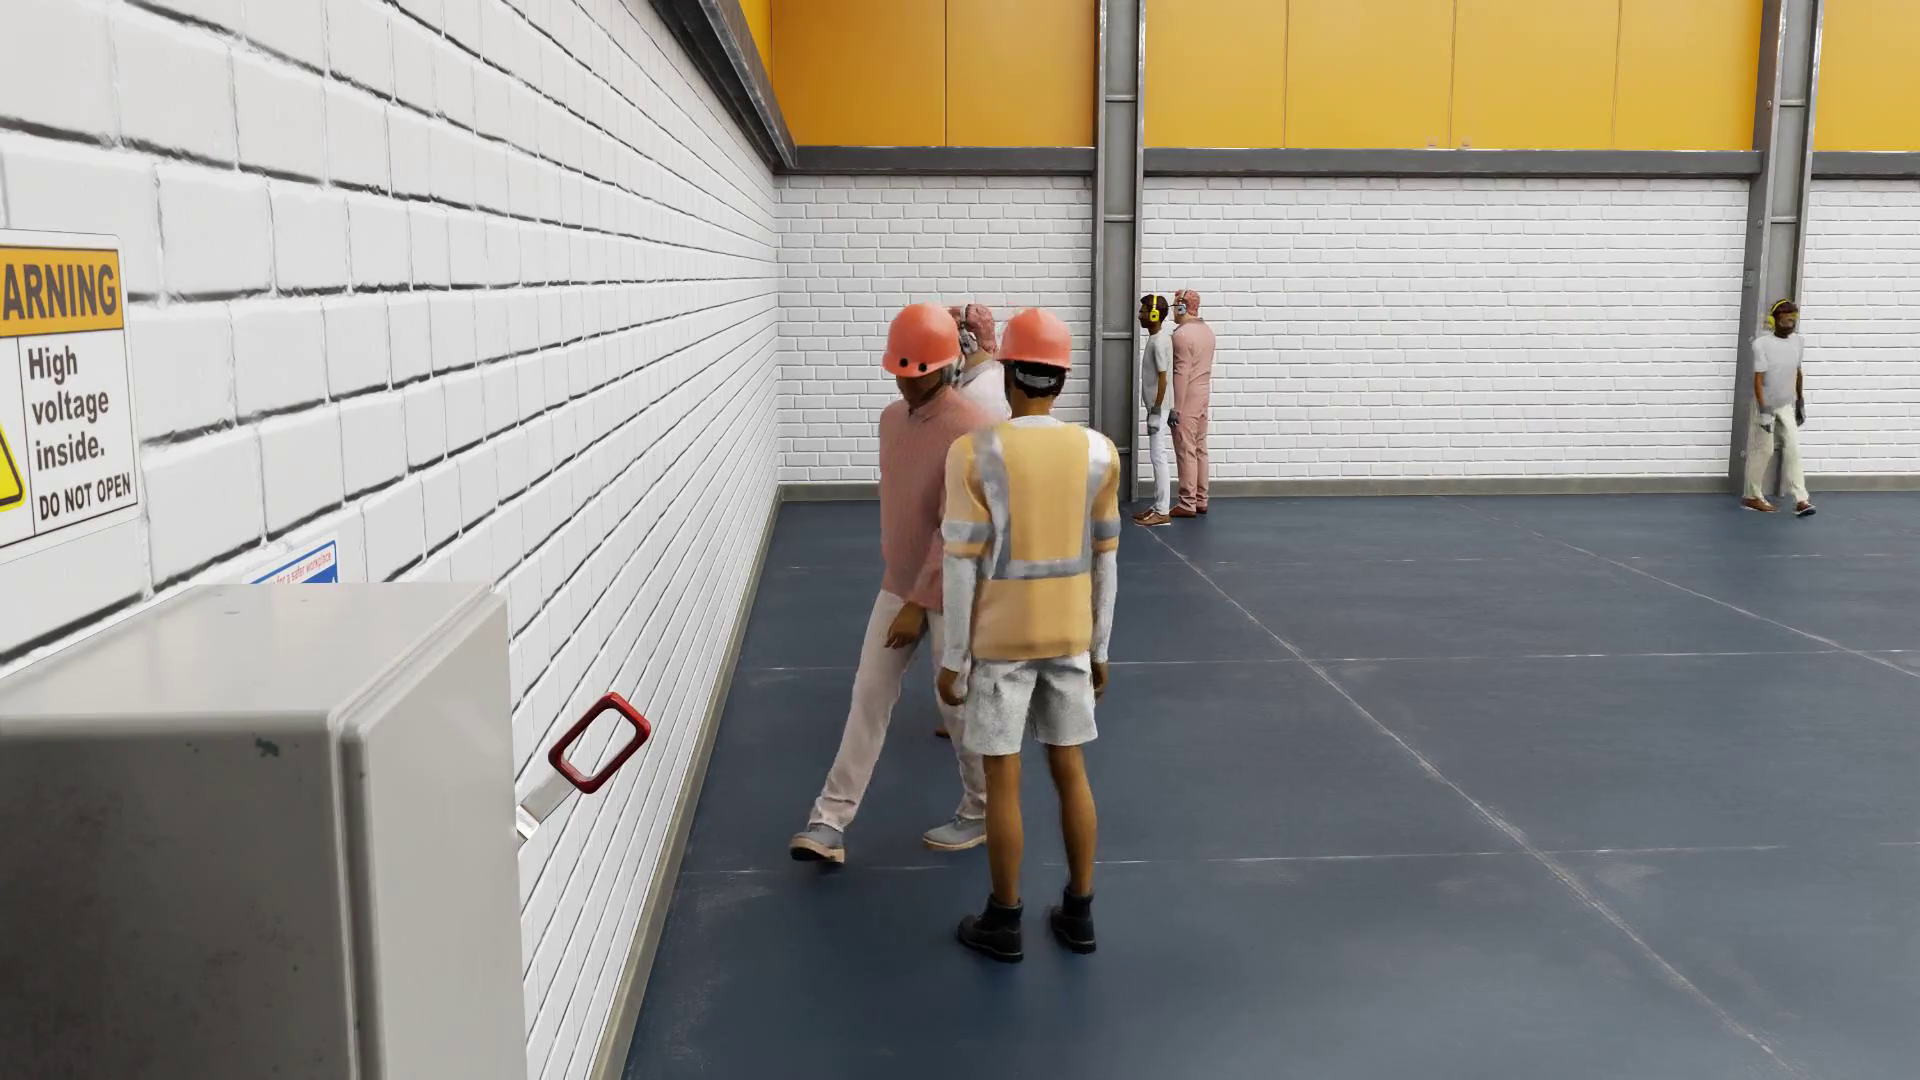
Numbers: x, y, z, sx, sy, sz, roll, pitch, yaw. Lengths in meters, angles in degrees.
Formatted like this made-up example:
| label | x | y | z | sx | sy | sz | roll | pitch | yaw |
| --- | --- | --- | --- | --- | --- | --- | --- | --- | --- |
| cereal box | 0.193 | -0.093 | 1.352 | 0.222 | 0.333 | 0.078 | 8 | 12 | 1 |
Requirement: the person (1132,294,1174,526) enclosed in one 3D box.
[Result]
| label | x | y | z | sx | sy | sz | roll | pitch | yaw |
| --- | --- | --- | --- | --- | --- | --- | --- | --- | --- |
| person | 1.568 | -1.044 | 13.460 | 0.331 | 1.869 | 0.519 | 1 | 9 | 7 |

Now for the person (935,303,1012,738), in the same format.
| label | x | y | z | sx | sy | sz | roll | pitch | yaw |
| --- | --- | --- | --- | --- | --- | --- | --- | --- | --- |
| person | 0.060 | -0.082 | 7.317 | 0.406 | 1.902 | 0.638 | 1 | 9 | 7 |

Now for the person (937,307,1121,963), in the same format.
| label | x | y | z | sx | sy | sz | roll | pitch | yaw |
| --- | --- | --- | --- | --- | --- | --- | --- | --- | --- |
| person | 0.203 | 0.291 | 4.920 | 0.563 | 1.925 | 0.396 | -4 | 10 | -22 |

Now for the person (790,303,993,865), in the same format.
| label | x | y | z | sx | sy | sz | roll | pitch | yaw |
| --- | --- | --- | --- | --- | --- | --- | --- | --- | --- |
| person | -0.160 | 0.179 | 5.590 | 0.907 | 1.924 | 0.634 | -9 | 12 | -43 |

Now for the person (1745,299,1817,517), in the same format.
| label | x | y | z | sx | sy | sz | roll | pitch | yaw |
| --- | --- | --- | --- | --- | --- | --- | --- | --- | --- |
| person | 6.905 | -1.095 | 13.924 | 0.615 | 1.814 | 0.833 | -2 | 9 | -14 |

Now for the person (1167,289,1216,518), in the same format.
| label | x | y | z | sx | sy | sz | roll | pitch | yaw |
| --- | --- | --- | --- | --- | --- | --- | --- | --- | --- |
| person | 1.885 | -1.140 | 13.935 | 0.401 | 1.907 | 0.646 | 5 | 11 | 31 |
